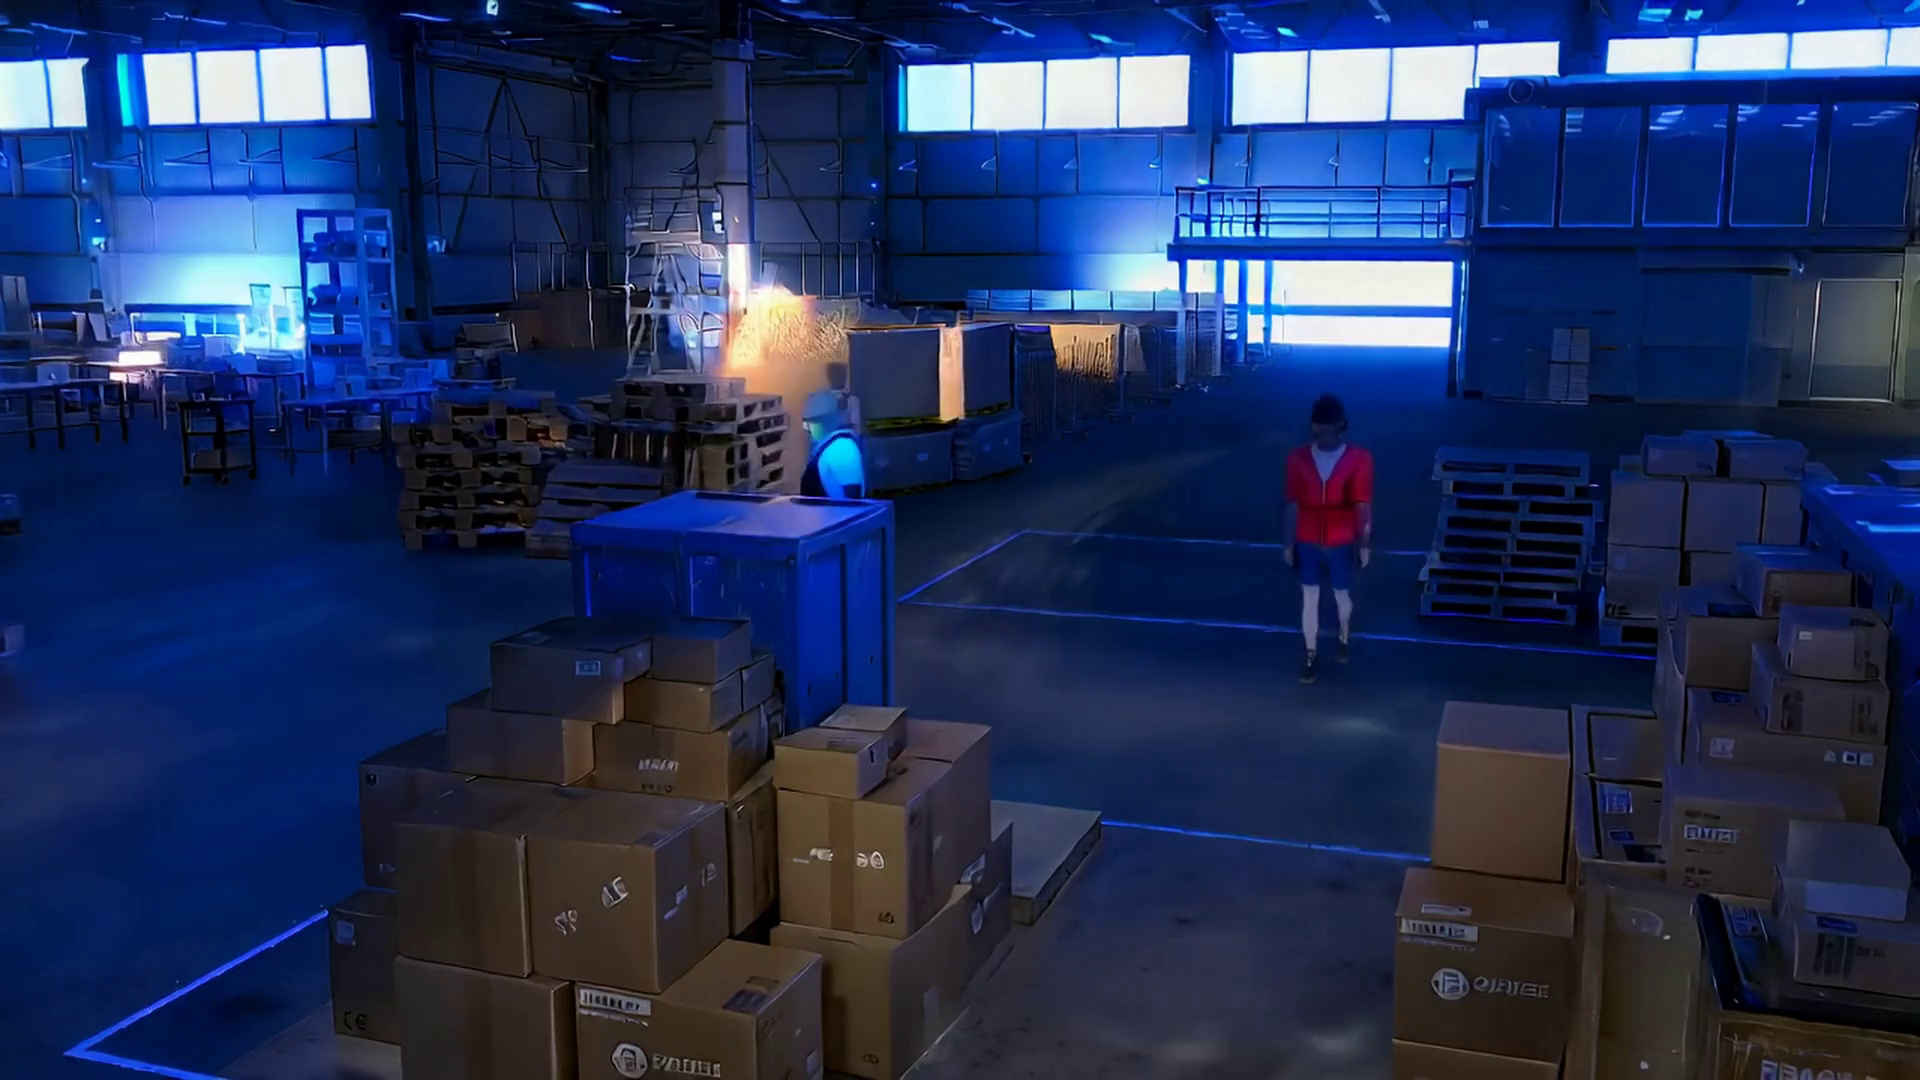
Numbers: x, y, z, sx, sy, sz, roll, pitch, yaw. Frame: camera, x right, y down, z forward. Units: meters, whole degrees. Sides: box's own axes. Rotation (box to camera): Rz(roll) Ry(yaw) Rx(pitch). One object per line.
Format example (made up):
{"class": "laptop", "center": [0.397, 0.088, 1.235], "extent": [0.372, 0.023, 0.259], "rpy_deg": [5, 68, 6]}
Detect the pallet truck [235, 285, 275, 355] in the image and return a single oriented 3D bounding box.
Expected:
{"class": "pallet truck", "center": [-18.327, -5.835, 44.421], "extent": [0.823, 1.965, 1.885], "rpy_deg": [4, 11, 23]}

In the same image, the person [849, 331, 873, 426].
{"class": "person", "center": [-1.523, -2.324, 25.316], "extent": [0.376, 1.752, 0.551], "rpy_deg": [-6, 12, -32]}

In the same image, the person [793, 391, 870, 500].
{"class": "person", "center": [-0.968, -0.133, 12.186], "extent": [0.827, 2.000, 0.700], "rpy_deg": [-2, 10, -12]}

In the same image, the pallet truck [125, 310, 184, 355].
{"class": "pallet truck", "center": [-22.038, -5.665, 45.457], "extent": [0.704, 1.261, 1.522], "rpy_deg": [3, 11, 17]}

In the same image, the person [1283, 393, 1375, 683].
{"class": "person", "center": [2.578, -0.028, 11.646], "extent": [0.618, 2.031, 0.598], "rpy_deg": [4, 11, 21]}

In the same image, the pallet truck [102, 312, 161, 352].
{"class": "pallet truck", "center": [-23.057, -5.777, 46.261], "extent": [0.680, 1.201, 1.601], "rpy_deg": [3, 11, 19]}

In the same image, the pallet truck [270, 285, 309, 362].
{"class": "pallet truck", "center": [-17.147, -5.700, 43.663], "extent": [0.823, 1.965, 1.885], "rpy_deg": [3, 11, 17]}

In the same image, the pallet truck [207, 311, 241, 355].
{"class": "pallet truck", "center": [-19.537, -5.575, 44.913], "extent": [0.653, 1.274, 1.630], "rpy_deg": [3, 11, 19]}

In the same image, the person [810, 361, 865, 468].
{"class": "person", "center": [-1.276, -0.880, 16.903], "extent": [0.582, 1.871, 0.505], "rpy_deg": [6, 12, 30]}

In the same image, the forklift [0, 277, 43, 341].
{"class": "forklift", "center": [-27.151, -6.329, 46.328], "extent": [1.157, 1.987, 2.680], "rpy_deg": [3, 11, 17]}

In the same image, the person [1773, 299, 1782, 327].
{"class": "person", "center": [18.924, -4.715, 38.503], "extent": [0.662, 1.860, 1.007], "rpy_deg": [-4, 11, -23]}
